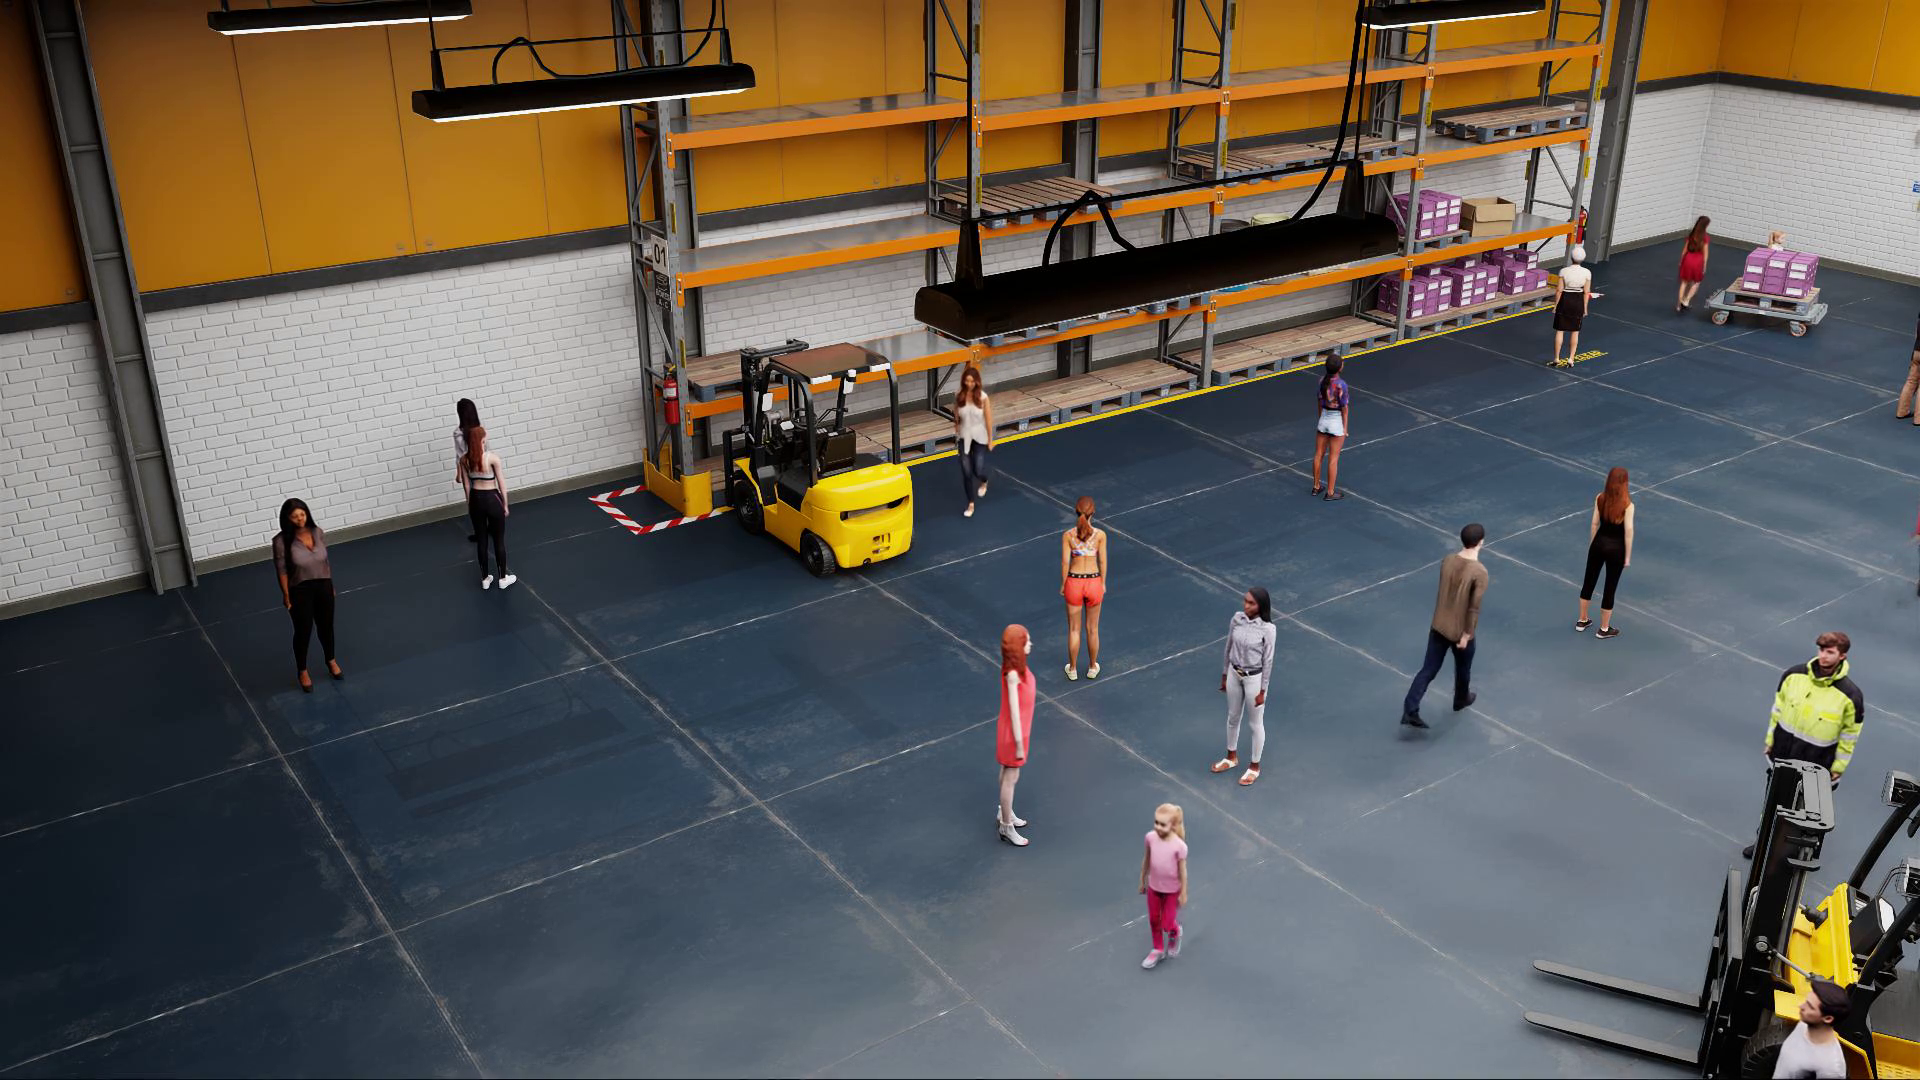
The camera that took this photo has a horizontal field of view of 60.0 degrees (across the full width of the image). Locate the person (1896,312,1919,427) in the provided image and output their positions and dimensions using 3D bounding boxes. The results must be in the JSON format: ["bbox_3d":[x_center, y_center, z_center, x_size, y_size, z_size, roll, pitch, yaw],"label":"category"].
[{"bbox_3d":[12.632,-2.432,21.716,0.726,1.842,0.758,-5,24,-12],"label":"person"}]

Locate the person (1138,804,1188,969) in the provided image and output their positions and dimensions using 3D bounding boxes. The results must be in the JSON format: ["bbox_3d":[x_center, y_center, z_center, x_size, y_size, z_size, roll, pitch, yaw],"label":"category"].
[{"bbox_3d":[1.436,2.359,11.477,0.584,1.264,0.663,16,28,33],"label":"person"}]

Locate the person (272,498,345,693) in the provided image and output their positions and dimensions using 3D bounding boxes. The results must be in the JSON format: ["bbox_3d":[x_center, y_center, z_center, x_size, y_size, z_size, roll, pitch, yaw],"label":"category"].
[{"bbox_3d":[-5.908,0.473,15.073,0.769,1.840,0.616,19,30,37],"label":"person"}]

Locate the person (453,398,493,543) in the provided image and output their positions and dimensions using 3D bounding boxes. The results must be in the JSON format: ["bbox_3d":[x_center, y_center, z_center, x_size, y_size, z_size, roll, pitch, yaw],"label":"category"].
[{"bbox_3d":[-5.297,-0.775,18.186,0.736,1.633,0.607,12,26,25],"label":"person"}]

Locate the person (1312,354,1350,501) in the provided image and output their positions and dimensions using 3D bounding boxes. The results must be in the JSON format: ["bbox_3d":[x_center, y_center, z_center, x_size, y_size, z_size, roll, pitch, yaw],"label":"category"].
[{"bbox_3d":[4.302,-1.322,19.302,0.521,1.742,0.592,-17,29,-34],"label":"person"}]

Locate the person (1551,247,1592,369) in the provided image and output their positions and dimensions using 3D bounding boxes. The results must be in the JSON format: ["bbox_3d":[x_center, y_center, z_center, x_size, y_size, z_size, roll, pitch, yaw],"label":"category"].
[{"bbox_3d":[8.768,-3.335,23.889,0.710,1.756,0.740,7,25,15],"label":"person"}]

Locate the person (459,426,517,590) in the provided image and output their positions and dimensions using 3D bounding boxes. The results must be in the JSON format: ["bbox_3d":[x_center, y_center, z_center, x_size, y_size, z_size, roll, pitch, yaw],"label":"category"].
[{"bbox_3d":[-4.861,-0.337,17.049,0.644,1.741,0.718,2,24,5],"label":"person"}]

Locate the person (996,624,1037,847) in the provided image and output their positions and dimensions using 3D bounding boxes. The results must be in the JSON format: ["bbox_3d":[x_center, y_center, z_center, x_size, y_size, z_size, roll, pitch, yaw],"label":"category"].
[{"bbox_3d":[0.405,1.477,12.792,0.700,1.827,0.671,1,24,2],"label":"person"}]

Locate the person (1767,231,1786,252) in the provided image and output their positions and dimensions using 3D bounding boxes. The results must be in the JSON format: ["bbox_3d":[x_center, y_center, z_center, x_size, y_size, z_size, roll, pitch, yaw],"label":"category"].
[{"bbox_3d":[13.096,-4.361,26.833,0.602,1.279,0.503,18,30,36],"label":"person"}]

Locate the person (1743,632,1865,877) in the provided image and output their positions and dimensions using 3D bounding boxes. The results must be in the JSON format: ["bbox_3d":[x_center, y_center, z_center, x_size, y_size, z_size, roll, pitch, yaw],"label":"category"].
[{"bbox_3d":[6.329,1.562,12.404,0.660,1.983,0.786,-19,30,-36],"label":"person"}]

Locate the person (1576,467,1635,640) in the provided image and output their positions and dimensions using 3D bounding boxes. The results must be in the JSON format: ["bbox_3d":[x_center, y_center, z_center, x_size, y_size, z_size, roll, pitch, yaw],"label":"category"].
[{"bbox_3d":[6.244,0.105,16.057,0.519,1.726,0.572,-18,29,-36],"label":"person"}]

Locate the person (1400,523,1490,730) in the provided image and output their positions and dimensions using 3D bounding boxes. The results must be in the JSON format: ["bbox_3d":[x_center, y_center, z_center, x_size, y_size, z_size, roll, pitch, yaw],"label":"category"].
[{"bbox_3d":[4.189,0.811,14.325,1.262,1.819,0.717,-17,29,-34],"label":"person"}]

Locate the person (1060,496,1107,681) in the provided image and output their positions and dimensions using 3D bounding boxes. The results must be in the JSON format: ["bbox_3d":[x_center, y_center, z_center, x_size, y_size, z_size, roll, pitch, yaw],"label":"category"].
[{"bbox_3d":[1.129,0.441,15.207,0.663,1.792,0.743,0,24,0],"label":"person"}]

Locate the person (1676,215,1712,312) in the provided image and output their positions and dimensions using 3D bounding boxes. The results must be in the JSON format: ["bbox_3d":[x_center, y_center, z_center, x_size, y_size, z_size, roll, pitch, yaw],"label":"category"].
[{"bbox_3d":[11.723,-4.402,26.602,0.704,1.538,0.711,19,30,36],"label":"person"}]

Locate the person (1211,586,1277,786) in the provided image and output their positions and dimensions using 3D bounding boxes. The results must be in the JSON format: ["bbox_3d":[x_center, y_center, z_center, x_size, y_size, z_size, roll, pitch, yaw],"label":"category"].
[{"bbox_3d":[2.357,1.165,13.635,0.625,1.725,0.577,22,32,40],"label":"person"}]

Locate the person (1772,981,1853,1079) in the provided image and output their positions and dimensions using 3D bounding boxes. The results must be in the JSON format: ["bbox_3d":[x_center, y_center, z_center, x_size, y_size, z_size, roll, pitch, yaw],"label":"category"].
[{"bbox_3d":[4.483,3.149,8.924,0.788,1.863,0.732,4,24,9],"label":"person"}]

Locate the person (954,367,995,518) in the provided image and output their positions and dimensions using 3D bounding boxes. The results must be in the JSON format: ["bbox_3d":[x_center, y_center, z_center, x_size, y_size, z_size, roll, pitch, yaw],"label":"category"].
[{"bbox_3d":[0.161,-1.162,18.917,0.885,1.756,0.982,7,25,16],"label":"person"}]
